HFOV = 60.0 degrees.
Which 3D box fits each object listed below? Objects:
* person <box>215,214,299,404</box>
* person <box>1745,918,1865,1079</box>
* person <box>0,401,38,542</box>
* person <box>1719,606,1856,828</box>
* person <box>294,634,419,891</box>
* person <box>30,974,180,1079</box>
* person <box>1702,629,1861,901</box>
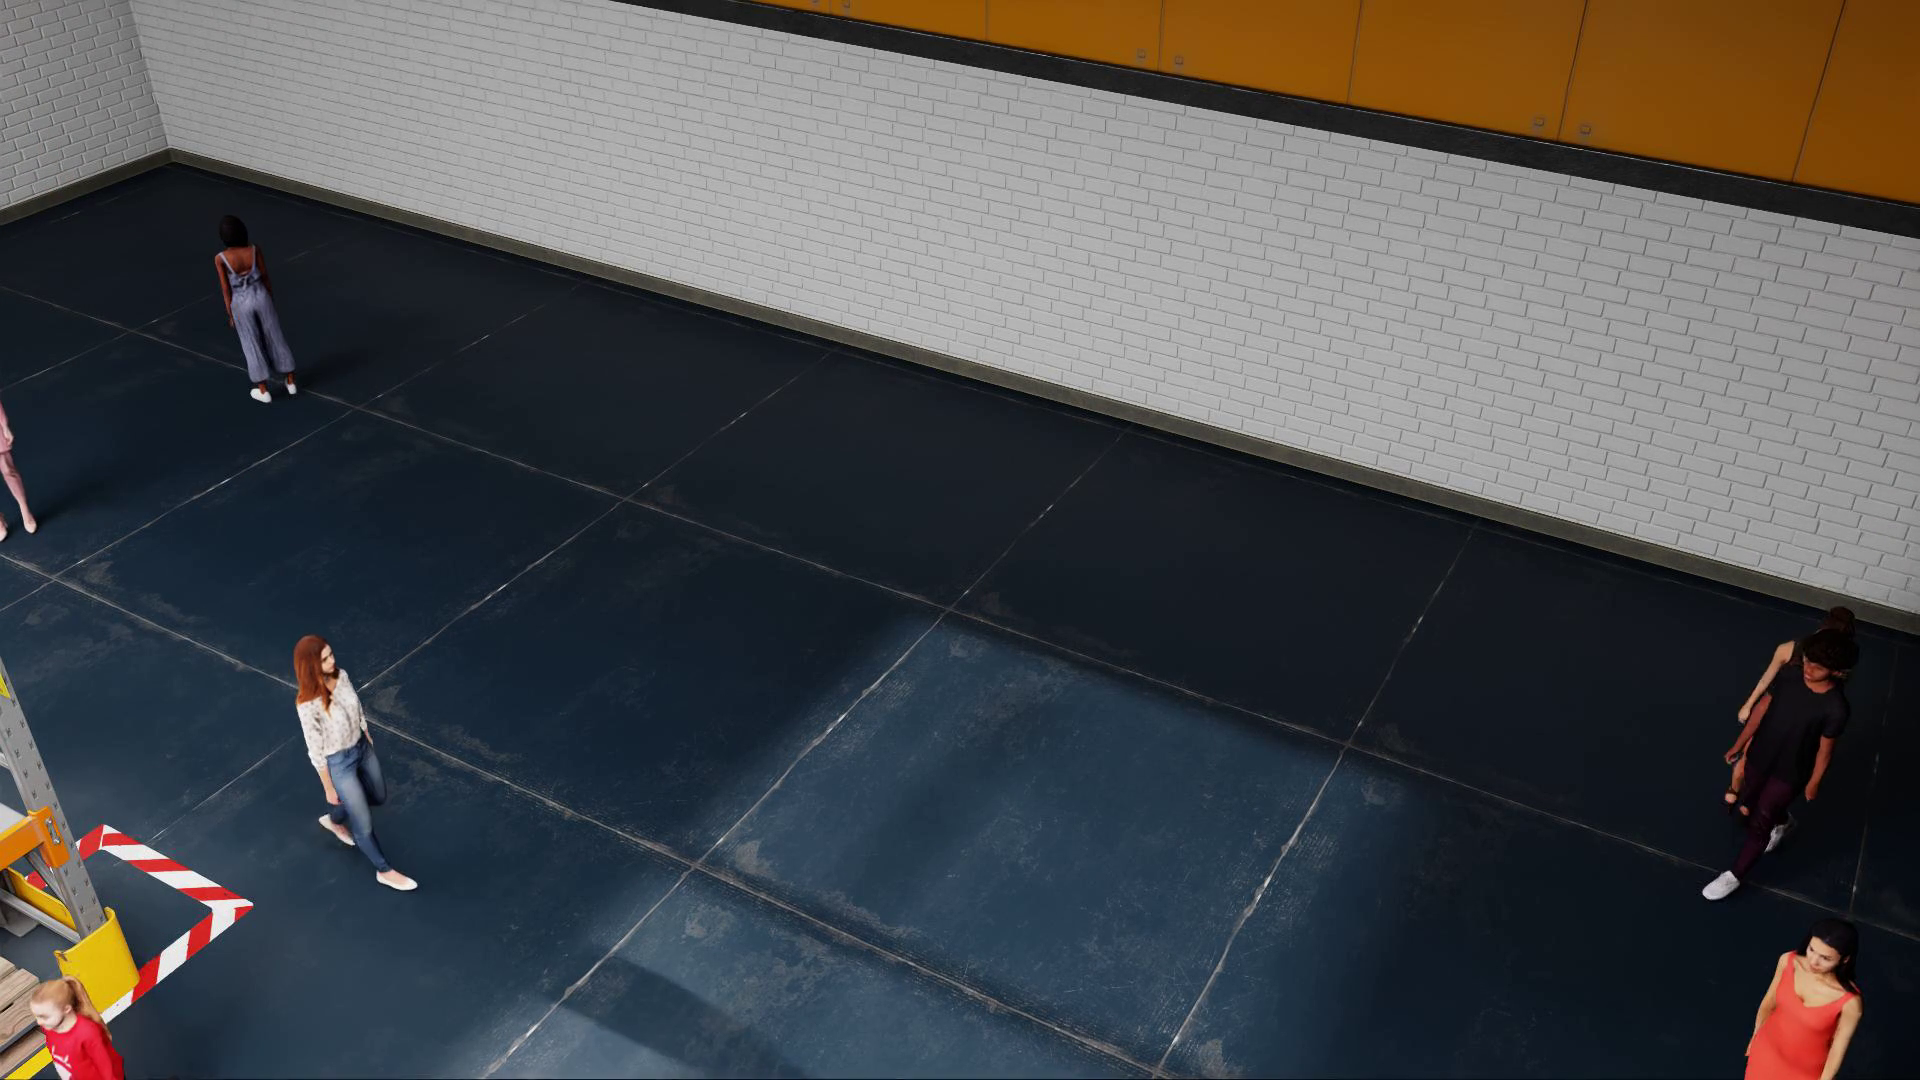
[{"bbox_3d":[-6.074,-1.993,14.279,0.558,1.695,0.701,-25,41,-33],"label":"person"},{"bbox_3d":[3.893,2.382,7.691,1.071,1.702,0.851,-20,39,-28],"label":"person"},{"bbox_3d":[-7.337,-0.834,12.441,0.640,1.800,0.749,-16,37,-22],"label":"person"},{"bbox_3d":[4.887,1.009,9.793,0.651,1.661,0.593,18,38,25],"label":"person"},{"bbox_3d":[-3.519,1.241,9.395,0.758,1.715,0.915,11,35,16],"label":"person"},{"bbox_3d":[-4.056,2.516,7.885,0.652,1.264,0.902,8,34,11],"label":"person"},{"bbox_3d":[4.698,1.206,9.411,1.157,1.757,1.017,-14,36,-20],"label":"person"}]
